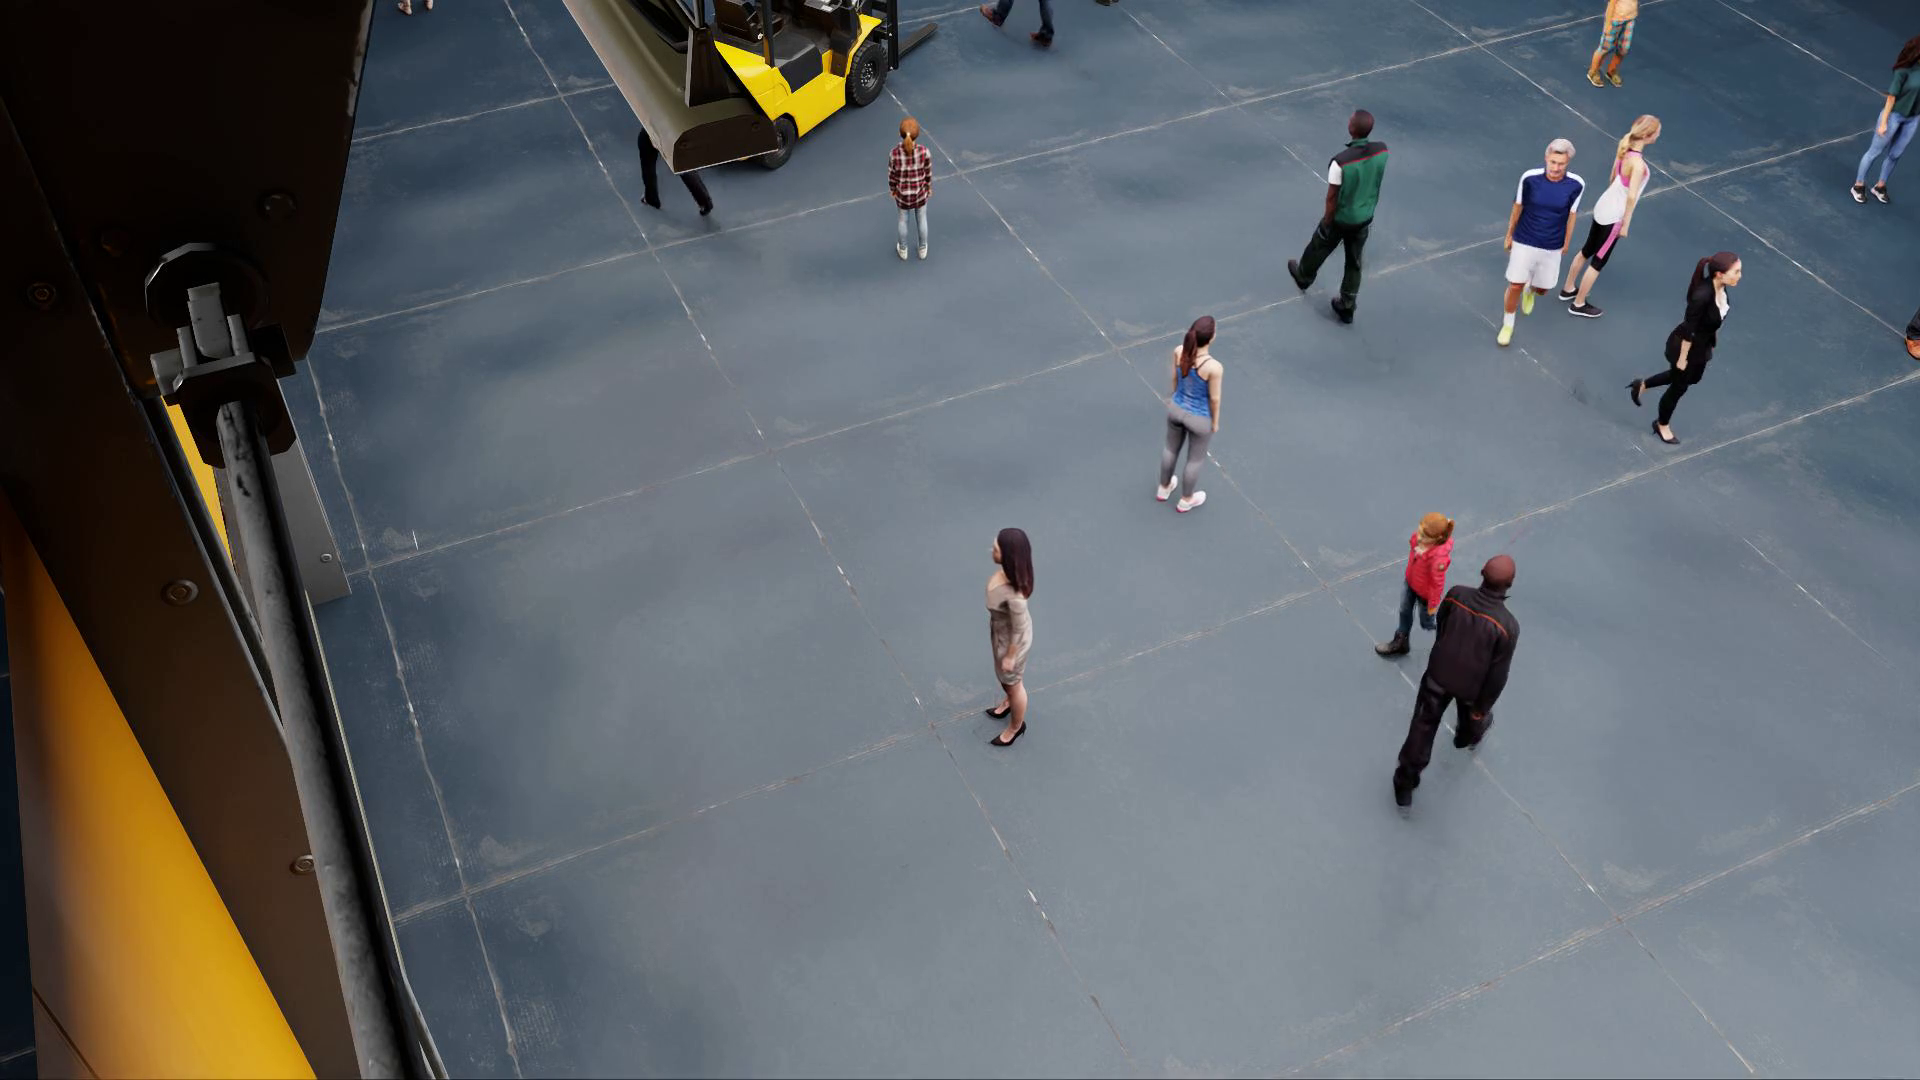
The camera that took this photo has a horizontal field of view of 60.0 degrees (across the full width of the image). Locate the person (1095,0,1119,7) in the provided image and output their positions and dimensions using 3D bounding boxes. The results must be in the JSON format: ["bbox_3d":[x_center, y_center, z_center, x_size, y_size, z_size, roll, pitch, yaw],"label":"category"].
[{"bbox_3d":[1.618,-6.277,17.644,0.526,1.194,0.514,-28,50,-26],"label":"person"}]

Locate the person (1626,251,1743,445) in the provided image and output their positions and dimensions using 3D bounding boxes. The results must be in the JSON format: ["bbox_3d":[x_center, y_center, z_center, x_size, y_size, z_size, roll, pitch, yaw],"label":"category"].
[{"bbox_3d":[5.285,-1.443,12.240,0.868,1.648,0.753,32,52,29],"label":"person"}]

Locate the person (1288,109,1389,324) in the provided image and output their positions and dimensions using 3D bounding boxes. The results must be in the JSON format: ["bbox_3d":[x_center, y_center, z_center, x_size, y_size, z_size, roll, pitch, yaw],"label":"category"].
[{"bbox_3d":[3.154,-2.549,13.287,0.748,1.806,1.060,-15,45,-15],"label":"person"}]

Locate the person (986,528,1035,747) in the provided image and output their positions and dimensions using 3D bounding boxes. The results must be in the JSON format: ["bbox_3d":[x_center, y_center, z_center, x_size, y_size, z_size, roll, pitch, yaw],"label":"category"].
[{"bbox_3d":[0.307,0.581,10.044,0.722,1.746,0.576,-2,44,-2],"label":"person"}]

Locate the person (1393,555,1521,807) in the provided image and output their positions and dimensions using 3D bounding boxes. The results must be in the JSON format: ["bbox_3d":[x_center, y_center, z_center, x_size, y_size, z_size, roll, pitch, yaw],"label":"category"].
[{"bbox_3d":[2.875,0.865,9.723,1.263,1.777,1.101,29,51,27],"label":"person"}]

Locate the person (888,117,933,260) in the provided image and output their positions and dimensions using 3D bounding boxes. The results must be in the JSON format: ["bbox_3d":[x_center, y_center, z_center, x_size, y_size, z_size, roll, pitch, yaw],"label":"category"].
[{"bbox_3d":[-0.410,-2.974,14.097,0.596,1.304,0.618,-1,44,-1],"label":"person"}]

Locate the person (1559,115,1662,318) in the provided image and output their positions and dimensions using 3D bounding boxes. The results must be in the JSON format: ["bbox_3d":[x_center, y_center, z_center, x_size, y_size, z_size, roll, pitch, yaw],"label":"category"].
[{"bbox_3d":[5.220,-2.613,13.373,0.747,1.779,0.614,-3,44,-3],"label":"person"}]

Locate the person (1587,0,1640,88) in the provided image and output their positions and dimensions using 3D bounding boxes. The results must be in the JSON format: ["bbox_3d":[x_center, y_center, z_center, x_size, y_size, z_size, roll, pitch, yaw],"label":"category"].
[{"bbox_3d":[6.433,-5.122,16.252,0.589,1.441,0.643,-19,47,-18],"label":"person"}]

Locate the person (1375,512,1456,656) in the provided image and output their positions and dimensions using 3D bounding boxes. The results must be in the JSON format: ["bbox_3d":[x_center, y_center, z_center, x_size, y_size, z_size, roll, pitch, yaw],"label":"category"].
[{"bbox_3d":[3.034,0.296,10.672,0.688,1.293,0.763,-12,45,-12],"label":"person"}]

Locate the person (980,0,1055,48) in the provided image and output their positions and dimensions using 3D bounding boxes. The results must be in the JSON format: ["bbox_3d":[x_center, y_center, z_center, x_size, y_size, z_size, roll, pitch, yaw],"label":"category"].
[{"bbox_3d":[0.776,-5.863,16.727,1.007,1.858,1.290,-34,53,-30],"label":"person"}]

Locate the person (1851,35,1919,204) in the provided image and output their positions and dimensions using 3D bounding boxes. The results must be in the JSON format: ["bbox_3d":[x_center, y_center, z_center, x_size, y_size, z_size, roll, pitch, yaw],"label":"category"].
[{"bbox_3d":[8.282,-3.755,14.690,0.668,1.617,0.693,-5,44,-5],"label":"person"}]

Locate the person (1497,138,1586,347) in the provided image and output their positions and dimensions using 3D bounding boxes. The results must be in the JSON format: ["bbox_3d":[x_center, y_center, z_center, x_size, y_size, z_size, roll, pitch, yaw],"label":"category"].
[{"bbox_3d":[4.560,-2.396,13.116,0.917,1.821,0.987,13,45,13],"label":"person"}]

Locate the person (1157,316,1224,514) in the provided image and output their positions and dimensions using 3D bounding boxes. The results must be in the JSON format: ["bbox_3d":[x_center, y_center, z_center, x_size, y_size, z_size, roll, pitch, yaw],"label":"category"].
[{"bbox_3d":[1.624,-0.893,11.693,0.572,1.606,0.688,32,52,29],"label":"person"}]
